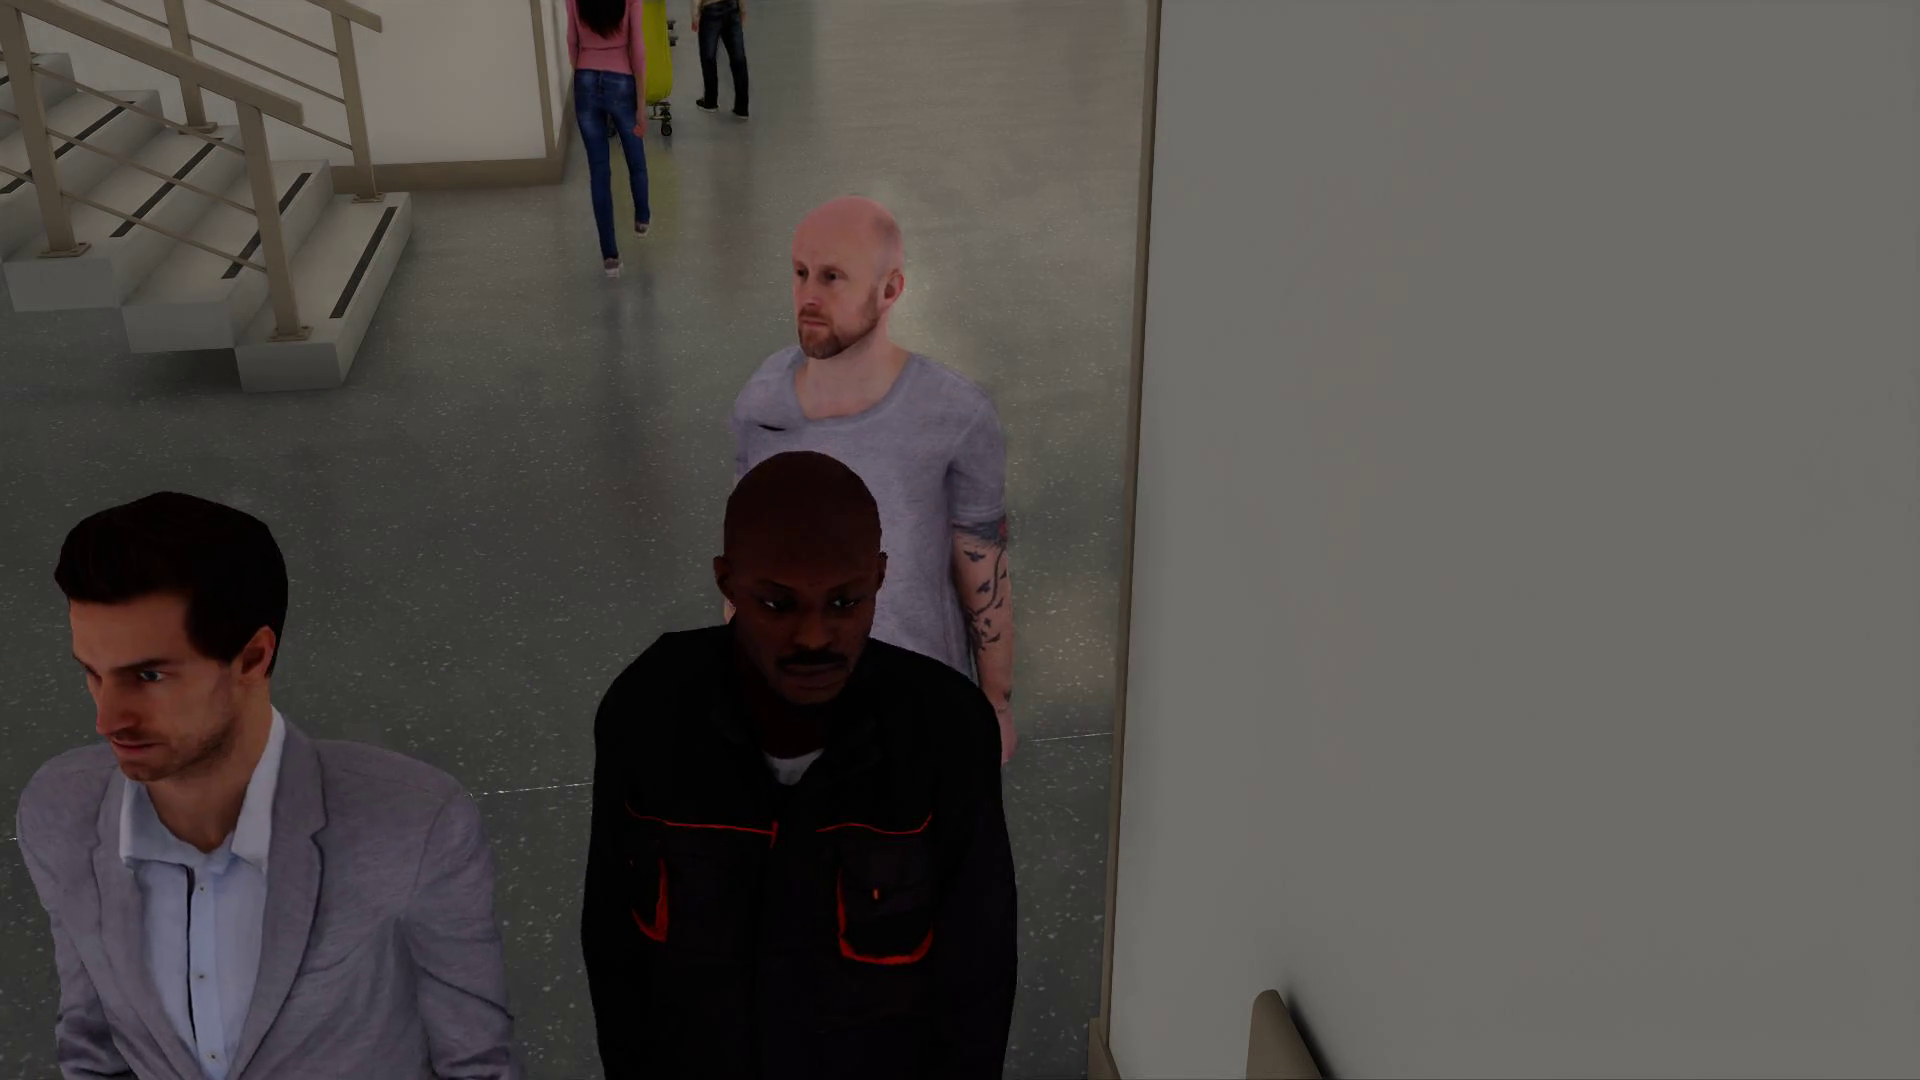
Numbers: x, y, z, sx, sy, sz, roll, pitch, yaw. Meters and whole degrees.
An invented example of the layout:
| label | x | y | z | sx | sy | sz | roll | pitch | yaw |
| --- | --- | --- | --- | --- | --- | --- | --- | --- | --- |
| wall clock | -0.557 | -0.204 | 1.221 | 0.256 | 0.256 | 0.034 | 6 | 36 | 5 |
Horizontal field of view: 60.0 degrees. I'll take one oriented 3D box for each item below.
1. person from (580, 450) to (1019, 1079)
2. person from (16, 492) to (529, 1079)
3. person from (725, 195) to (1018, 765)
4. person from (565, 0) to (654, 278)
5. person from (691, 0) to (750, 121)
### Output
| label | x | y | z | sx | sy | sz | roll | pitch | yaw |
| --- | --- | --- | --- | --- | --- | --- | --- | --- | --- |
| person | -0.189 | 0.673 | 2.233 | 1.113 | 1.791 | 0.833 | 0 | 26 | 0 |
| person | -0.719 | 0.754 | 2.021 | 1.088 | 1.830 | 0.956 | 3 | 26 | 7 |
| person | -0.122 | 0.263 | 3.047 | 0.794 | 1.822 | 0.880 | 12 | 28 | 24 |
| person | -1.755 | -2.142 | 8.186 | 1.110 | 1.691 | 0.733 | -1 | 26 | -2 |
| person | -1.652 | -3.640 | 11.581 | 0.852 | 1.440 | 0.847 | -13 | 29 | -26 |
